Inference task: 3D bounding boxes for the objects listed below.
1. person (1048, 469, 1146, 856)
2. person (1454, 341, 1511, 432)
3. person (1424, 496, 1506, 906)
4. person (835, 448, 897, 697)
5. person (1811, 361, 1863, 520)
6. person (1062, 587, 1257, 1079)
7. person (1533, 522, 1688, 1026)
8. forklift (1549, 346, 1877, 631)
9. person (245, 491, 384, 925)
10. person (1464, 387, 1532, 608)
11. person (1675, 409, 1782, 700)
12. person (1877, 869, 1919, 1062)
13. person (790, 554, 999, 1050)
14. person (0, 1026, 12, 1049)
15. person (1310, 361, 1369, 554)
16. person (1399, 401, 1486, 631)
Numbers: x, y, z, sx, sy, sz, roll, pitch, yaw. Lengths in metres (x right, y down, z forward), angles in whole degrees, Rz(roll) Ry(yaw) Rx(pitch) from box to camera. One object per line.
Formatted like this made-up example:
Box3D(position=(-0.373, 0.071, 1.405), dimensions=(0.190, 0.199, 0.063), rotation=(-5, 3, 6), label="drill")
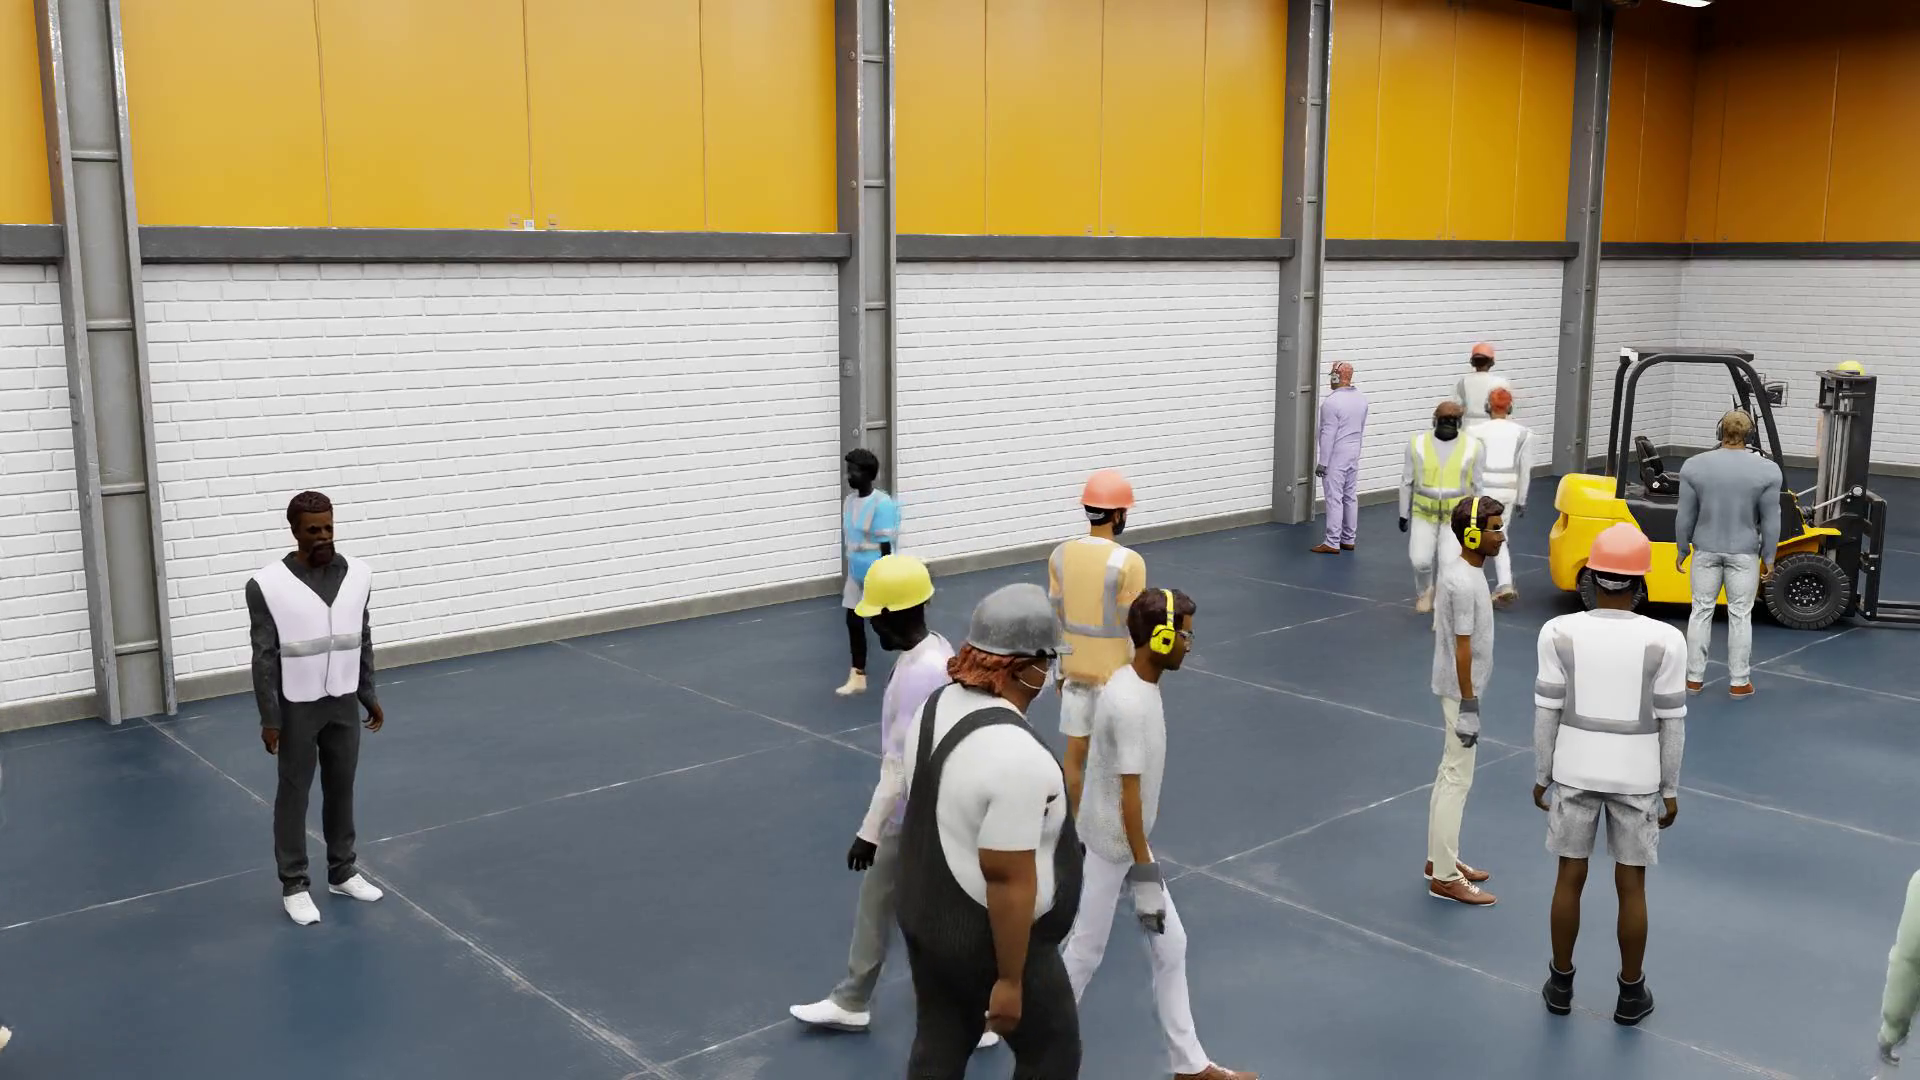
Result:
Box3D(position=(0.687, 0.623, 7.993), dimensions=(0.551, 1.934, 0.373), rotation=(8, 13, 41), label="person")
Box3D(position=(5.640, -1.133, 18.007), dimensions=(0.660, 2.025, 0.730), rotation=(9, 13, 42), label="person")
Box3D(position=(2.328, 0.722, 7.626), dimensions=(0.320, 1.866, 0.533), rotation=(2, 10, 13), label="person")
Box3D(position=(-0.544, 0.208, 11.170), dimensions=(0.612, 1.678, 0.542), rotation=(-8, 12, -39), label="person")
Box3D(position=(8.638, -0.800, 16.369), dimensions=(0.383, 1.923, 0.588), rotation=(1, 10, 5), label="person")
Box3D(position=(0.627, 1.082, 5.665), dimensions=(0.881, 1.821, 0.651), rotation=(3, 10, 17), label="person")
Box3D(position=(2.484, 0.895, 6.399), dimensions=(0.543, 1.940, 0.361), rotation=(5, 11, 26), label="person")
Box3D(position=(6.109, -0.478, 13.691), dimensions=(2.313, 2.155, 1.214), rotation=(3, 10, 16), label="forklift")
Box3D(position=(-2.880, 0.727, 7.459), dimensions=(0.393, 1.913, 0.590), rotation=(7, 12, 36), label="person")
Box3D(position=(4.470, -0.350, 13.955), dimensions=(0.643, 1.857, 0.774), rotation=(1, 10, 3), label="person")
Box3D(position=(5.104, 0.094, 11.086), dimensions=(0.637, 1.938, 0.354), rotation=(6, 11, 31), label="person")
Box3D(position=(2.759, 1.405, 4.431), dimensions=(0.504, 1.592, 0.840), rotation=(3, 10, 19), label="person")
Box3D(position=(-0.261, 0.983, 6.076), dimensions=(0.890, 1.878, 0.581), rotation=(-1, 10, -5), label="person")
Box3D(position=(-3.639, 0.998, 5.761), dimensions=(0.424, 1.947, 0.639), rotation=(-3, 10, -16), label="person")
Box3D(position=(3.749, -0.816, 16.508), dimensions=(0.643, 1.909, 0.410), rotation=(-9, 13, -43), label="person")
Box3D(position=(3.811, -0.204, 13.180), dimensions=(0.640, 1.822, 0.527), rotation=(3, 10, 19), label="person")
